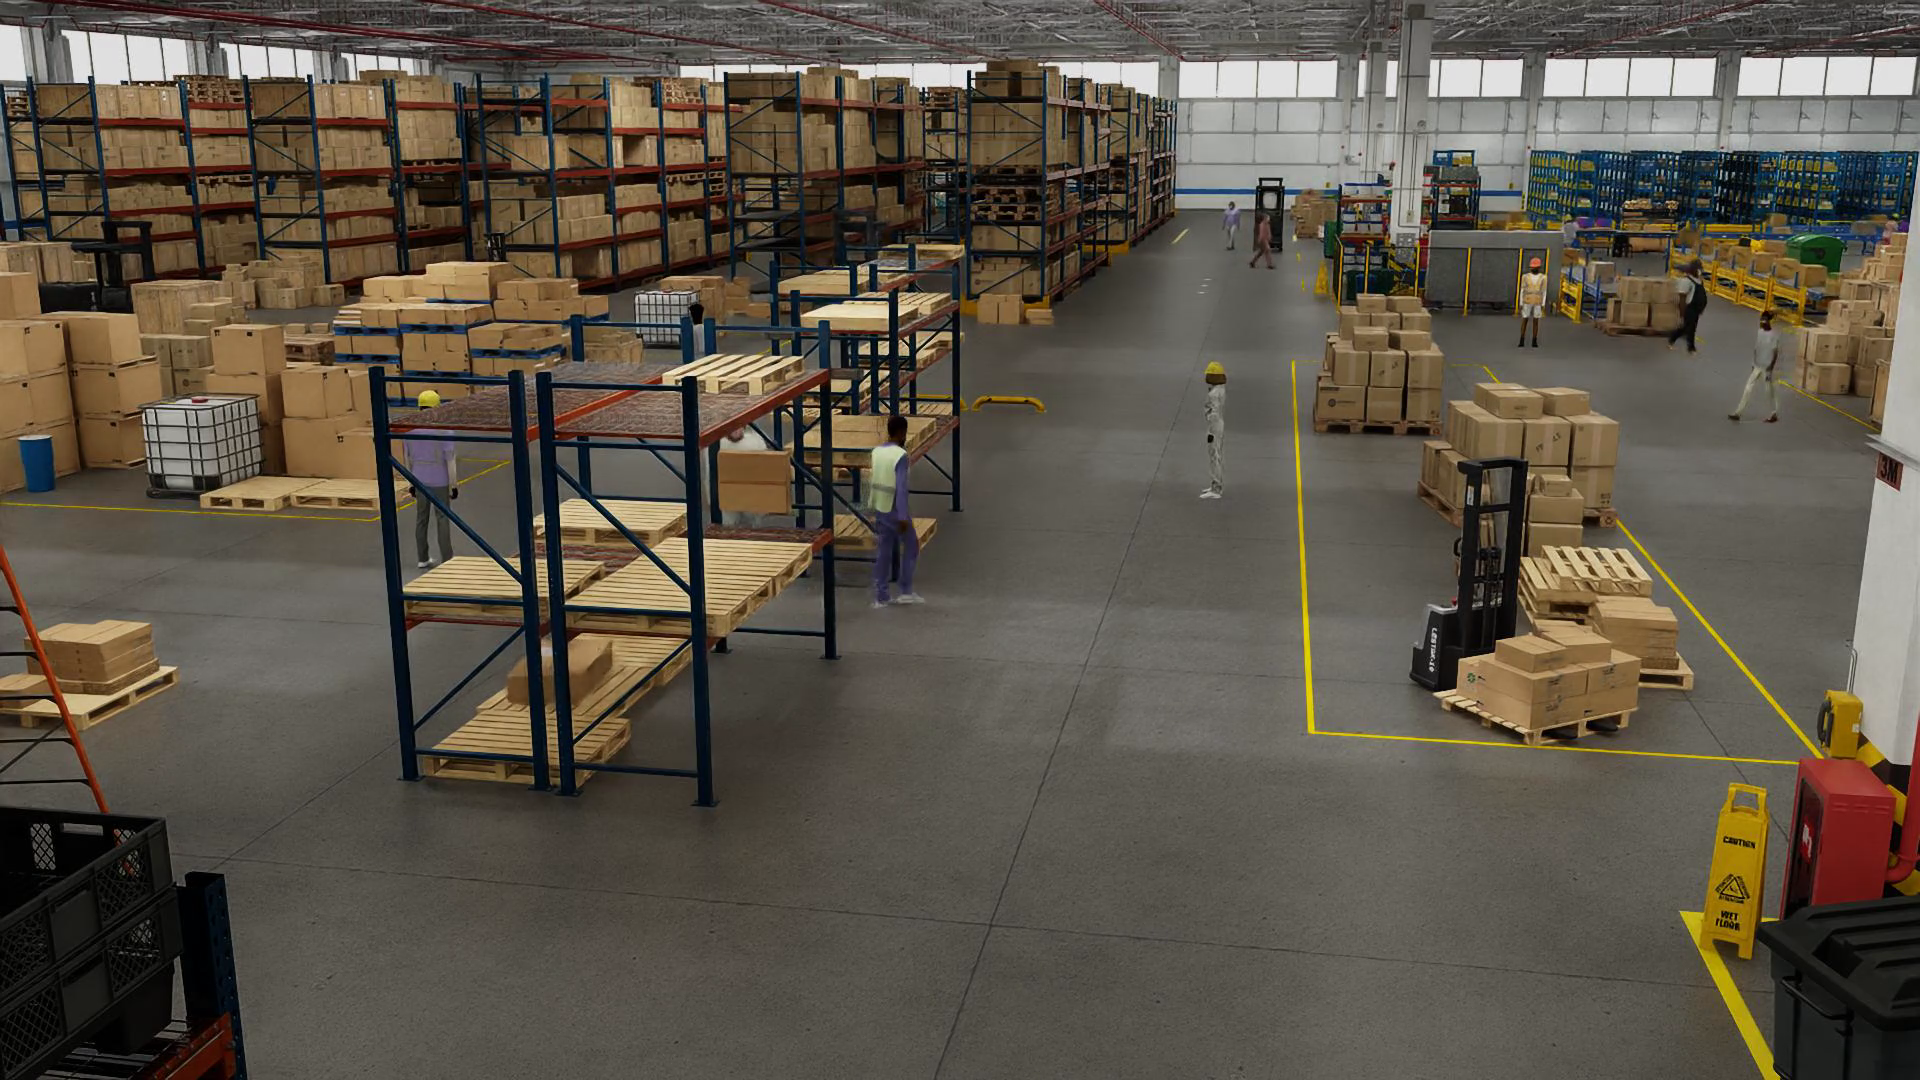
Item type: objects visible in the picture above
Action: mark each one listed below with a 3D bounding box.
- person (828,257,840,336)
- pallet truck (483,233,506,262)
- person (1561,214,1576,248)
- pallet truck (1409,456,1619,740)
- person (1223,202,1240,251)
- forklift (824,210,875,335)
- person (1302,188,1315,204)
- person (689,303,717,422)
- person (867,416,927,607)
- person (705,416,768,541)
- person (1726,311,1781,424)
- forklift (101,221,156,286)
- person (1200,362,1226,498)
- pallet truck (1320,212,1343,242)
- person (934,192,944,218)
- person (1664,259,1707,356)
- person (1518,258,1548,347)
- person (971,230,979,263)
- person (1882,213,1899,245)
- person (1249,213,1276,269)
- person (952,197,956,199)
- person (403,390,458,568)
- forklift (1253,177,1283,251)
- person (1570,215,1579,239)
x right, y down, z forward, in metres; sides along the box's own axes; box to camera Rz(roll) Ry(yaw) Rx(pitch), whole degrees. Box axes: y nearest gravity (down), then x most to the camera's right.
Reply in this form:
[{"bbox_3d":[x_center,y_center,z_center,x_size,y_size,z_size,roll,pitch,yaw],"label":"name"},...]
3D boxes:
[{"bbox_3d":[-2.827,-5.403,37.242,0.641,1.853,0.501,3,14,14],"label":"person"},{"bbox_3d":[-11.832,-7.026,43.548,1.885,1.965,0.823,8,16,28],"label":"pallet truck"},{"bbox_3d":[20.645,-10.174,56.658,0.591,1.837,0.403,-7,16,-27],"label":"person"},{"bbox_3d":[4.504,0.400,13.395,0.823,1.965,1.885,-6,15,-23],"label":"pallet truck"},{"bbox_3d":[10.669,-12.346,65.371,0.647,1.898,1.011,8,16,28],"label":"person"},{"bbox_3d":[-2.439,-6.210,38.415,1.129,2.768,1.873,3,14,10],"label":"forklift"},{"bbox_3d":[16.532,-15.689,78.823,0.627,1.958,0.783,0,14,0],"label":"person"},{"bbox_3d":[-4.101,-2.749,26.248,0.365,1.962,0.613,13,19,42],"label":"person"},{"bbox_3d":[-0.609,-0.276,16.387,0.661,1.872,0.682,-10,17,-34],"label":"person"},{"bbox_3d":[-2.216,-0.362,16.710,0.621,1.879,1.019,-4,14,-16],"label":"person"},{"bbox_3d":[12.783,-2.744,26.543,0.991,1.812,0.561,-5,15,-21],"label":"person"},{"bbox_3d":[-16.772,-5.071,33.793,1.129,2.768,1.873,3,14,10],"label":"forklift"},{"bbox_3d":[3.231,-1.405,21.250,0.308,1.743,0.494,4,14,16],"label":"person"},{"bbox_3d":[15.874,-13.227,70.310,0.680,1.201,1.601,10,17,35],"label":"pallet truck"},{"bbox_3d":[-1.122,-18.268,89.765,0.539,1.708,0.932,2,14,8],"label":"person"},{"bbox_3d":[15.228,-4.903,34.839,0.798,2.000,0.681,13,19,42],"label":"person"},{"bbox_3d":[12.405,-5.137,36.002,0.547,1.937,0.379,4,14,15],"label":"person"},{"bbox_3d":[0.553,-9.734,55.213,0.528,1.669,0.713,-4,14,-15],"label":"person"},{"bbox_3d":[33.159,-10.743,59.164,0.717,1.727,0.539,-5,15,-20],"label":"person"},{"bbox_3d":[10.300,-10.155,56.514,0.904,1.872,0.641,5,15,19],"label":"person"},{"bbox_3d":[-0.168,-18.750,91.538,0.588,1.809,0.815,-6,15,-21],"label":"person"},{"bbox_3d":[-5.646,-0.643,17.806,0.585,1.918,0.409,3,14,10],"label":"person"},{"bbox_3d":[12.083,-12.747,64.956,1.129,2.768,1.873,3,14,10],"label":"forklift"},{"bbox_3d":[22.063,-10.920,60.060,0.536,1.655,0.852,-2,14,-8],"label":"person"}]
